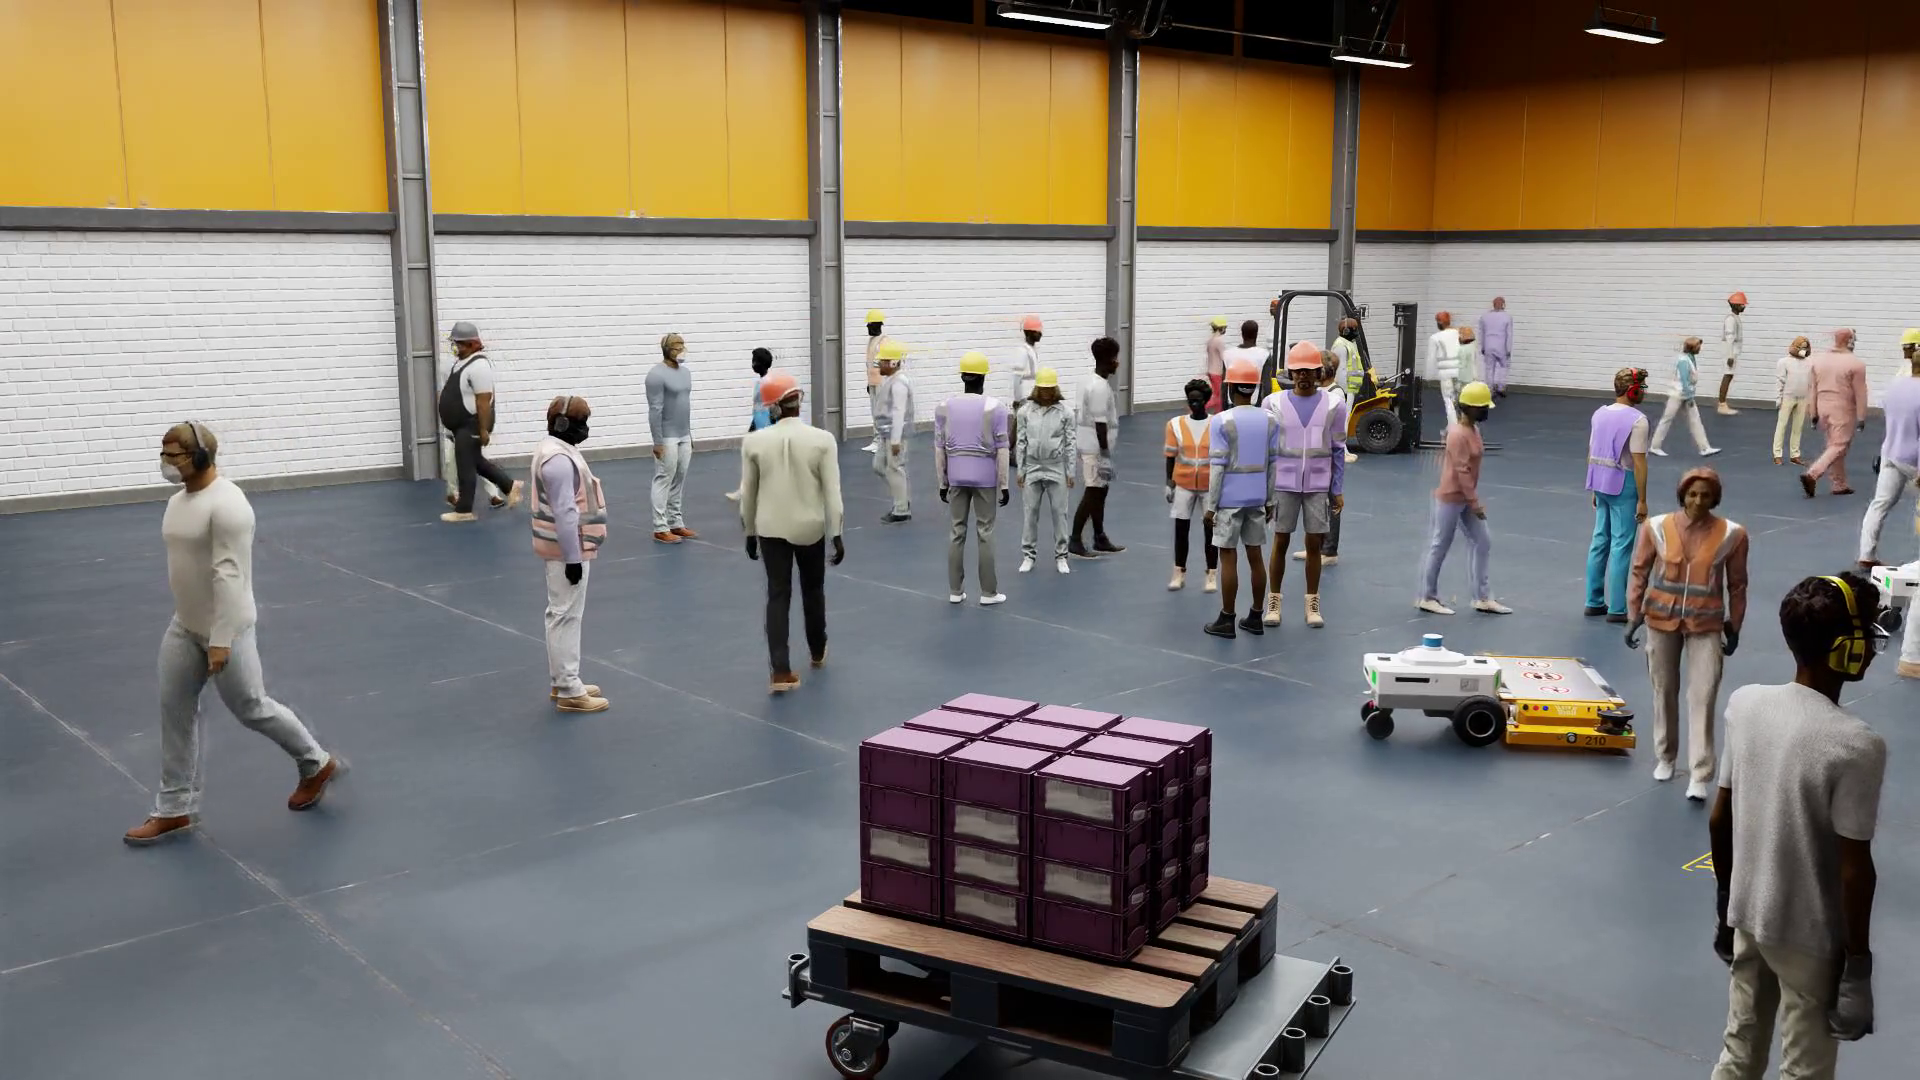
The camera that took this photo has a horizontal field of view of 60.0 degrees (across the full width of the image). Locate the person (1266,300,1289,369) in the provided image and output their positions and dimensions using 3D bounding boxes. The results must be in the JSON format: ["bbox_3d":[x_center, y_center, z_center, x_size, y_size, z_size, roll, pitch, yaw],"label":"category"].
[{"bbox_3d":[5.455,-3.205,28.769,0.356,1.883,0.574,-4,10,-21],"label":"person"}]

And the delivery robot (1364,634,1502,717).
[{"bbox_3d":[2.590,0.761,9.152,0.707,0.478,0.477,1,10,7],"label":"delivery robot"}]

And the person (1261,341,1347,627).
[{"bbox_3d":[2.419,-0.385,11.786,0.614,2.040,0.391,1,10,7],"label":"person"}]

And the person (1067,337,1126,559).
[{"bbox_3d":[1.193,-0.803,14.606,0.555,1.943,0.696,0,10,0],"label":"person"}]

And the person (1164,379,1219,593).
[{"bbox_3d":[1.866,-0.424,13.056,0.538,1.690,0.318,2,10,14],"label":"person"}]

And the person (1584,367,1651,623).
[{"bbox_3d":[4.742,-0.325,12.010,0.373,1.843,0.571,-3,10,-15],"label":"person"}]

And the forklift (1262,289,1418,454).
[{"bbox_3d":[5.034,-2.339,22.783,2.313,2.155,1.214,3,10,16],"label":"forklift"}]

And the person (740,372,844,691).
[{"bbox_3d":[-1.040,-0.070,10.310,0.648,1.926,1.035,0,10,2],"label":"person"}]

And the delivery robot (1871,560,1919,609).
[{"bbox_3d":[6.851,0.318,11.748,0.707,0.478,0.477,2,10,11],"label":"delivery robot"}]

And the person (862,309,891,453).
[{"bbox_3d":[-1.113,-2.126,22.319,0.371,1.925,0.595,-5,11,-26],"label":"person"}]

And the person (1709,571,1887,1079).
[{"bbox_3d":[2.100,0.999,4.189,0.330,1.872,0.512,-3,10,-15],"label":"person"}]

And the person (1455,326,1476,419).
[{"bbox_3d":[7.279,-2.266,23.996,0.268,1.632,0.507,7,12,37],"label":"person"}]

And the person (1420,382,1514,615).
[{"bbox_3d":[3.716,-0.280,12.078,0.772,1.732,0.526,8,12,38],"label":"person"}]

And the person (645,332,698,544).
[{"bbox_3d":[-2.658,-0.942,15.354,0.352,1.937,0.635,4,10,21],"label":"person"}]

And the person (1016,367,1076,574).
[{"bbox_3d":[0.711,-0.570,13.799,0.496,1.732,0.378,2,10,9],"label":"person"}]

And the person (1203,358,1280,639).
[{"bbox_3d":[1.929,-0.287,11.519,0.552,1.937,0.356,-5,11,-25],"label":"person"}]

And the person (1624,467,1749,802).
[{"bbox_3d":[3.543,0.453,8.149,0.531,1.610,0.681,5,11,29],"label":"person"}]

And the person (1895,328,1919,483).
[{"bbox_3d":[11.031,-1.536,19.211,0.483,1.810,0.606,0,10,-2],"label":"person"}]

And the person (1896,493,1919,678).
[{"bbox_3d":[6.211,-0.014,10.367,0.649,1.834,0.649,7,12,35],"label":"person"}]

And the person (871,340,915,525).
[{"bbox_3d":[-0.661,-1.046,16.309,0.428,1.815,0.627,-1,10,-9],"label":"person"}]

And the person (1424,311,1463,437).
[{"bbox_3d":[7.045,-2.370,24.006,0.603,1.835,0.684,-2,10,-13],"label":"person"}]

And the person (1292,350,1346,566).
[{"bbox_3d":[3.095,-0.699,14.205,0.345,1.847,0.508,-2,10,-10],"label":"person"}]

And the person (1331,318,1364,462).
[{"bbox_3d":[4.975,-1.931,21.423,0.429,1.846,0.626,3,10,19],"label":"person"}]

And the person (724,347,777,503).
[{"bbox_3d":[-2.151,-1.212,17.723,0.832,1.658,0.538,-1,10,-7],"label":"person"}]

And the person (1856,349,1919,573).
[{"bbox_3d":[7.946,-0.655,13.804,1.006,1.883,0.648,-2,10,-14],"label":"person"}]

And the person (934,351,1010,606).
[{"bbox_3d":[0.099,-0.460,12.566,0.587,1.927,0.364,3,10,19],"label":"person"}]

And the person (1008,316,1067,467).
[{"bbox_3d":[0.962,-1.813,20.606,0.953,1.890,0.552,2,10,14],"label":"person"}]

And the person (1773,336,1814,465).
[{"bbox_3d":[10.553,-1.759,21.027,0.498,1.633,0.286,0,10,-3],"label":"person"}]

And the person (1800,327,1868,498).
[{"bbox_3d":[9.572,-1.393,18.186,0.869,1.877,0.653,-3,10,-20],"label":"person"}]

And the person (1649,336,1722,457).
[{"bbox_3d":[9.492,-1.861,21.760,0.527,1.590,0.904,-9,14,-44],"label":"person"}]

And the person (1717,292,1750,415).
[{"bbox_3d":[12.870,-3.099,27.680,0.390,2.040,0.614,5,11,27],"label":"person"}]

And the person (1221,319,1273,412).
[{"bbox_3d":[3.267,-1.549,18.974,0.597,1.916,0.374,5,11,28],"label":"person"}]

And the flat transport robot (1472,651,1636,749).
[{"bbox_3d":[3.350,0.890,9.503,0.652,0.197,1.431,1,10,8],"label":"flat transport robot"}]

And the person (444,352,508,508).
[{"bbox_3d":[-5.119,-1.229,17.393,0.892,1.814,0.623,8,12,38],"label":"person"}]

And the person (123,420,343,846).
[{"bbox_3d":[-3.381,0.392,7.643,0.628,1.911,0.952,7,12,35],"label":"person"}]

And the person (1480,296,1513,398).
[{"bbox_3d":[9.968,-3.566,30.855,0.655,1.891,0.503,8,12,39],"label":"person"}]

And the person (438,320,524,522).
[{"bbox_3d":[-4.812,-1.212,16.636,0.791,2.000,0.696,-5,11,-25],"label":"person"}]

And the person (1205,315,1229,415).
[{"bbox_3d":[3.816,-2.499,24.997,0.655,1.747,0.534,-2,10,-11],"label":"person"}]

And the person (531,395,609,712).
[{"bbox_3d":[-2.272,0.075,9.702,0.430,1.838,0.619,-3,10,-18],"label":"person"}]
